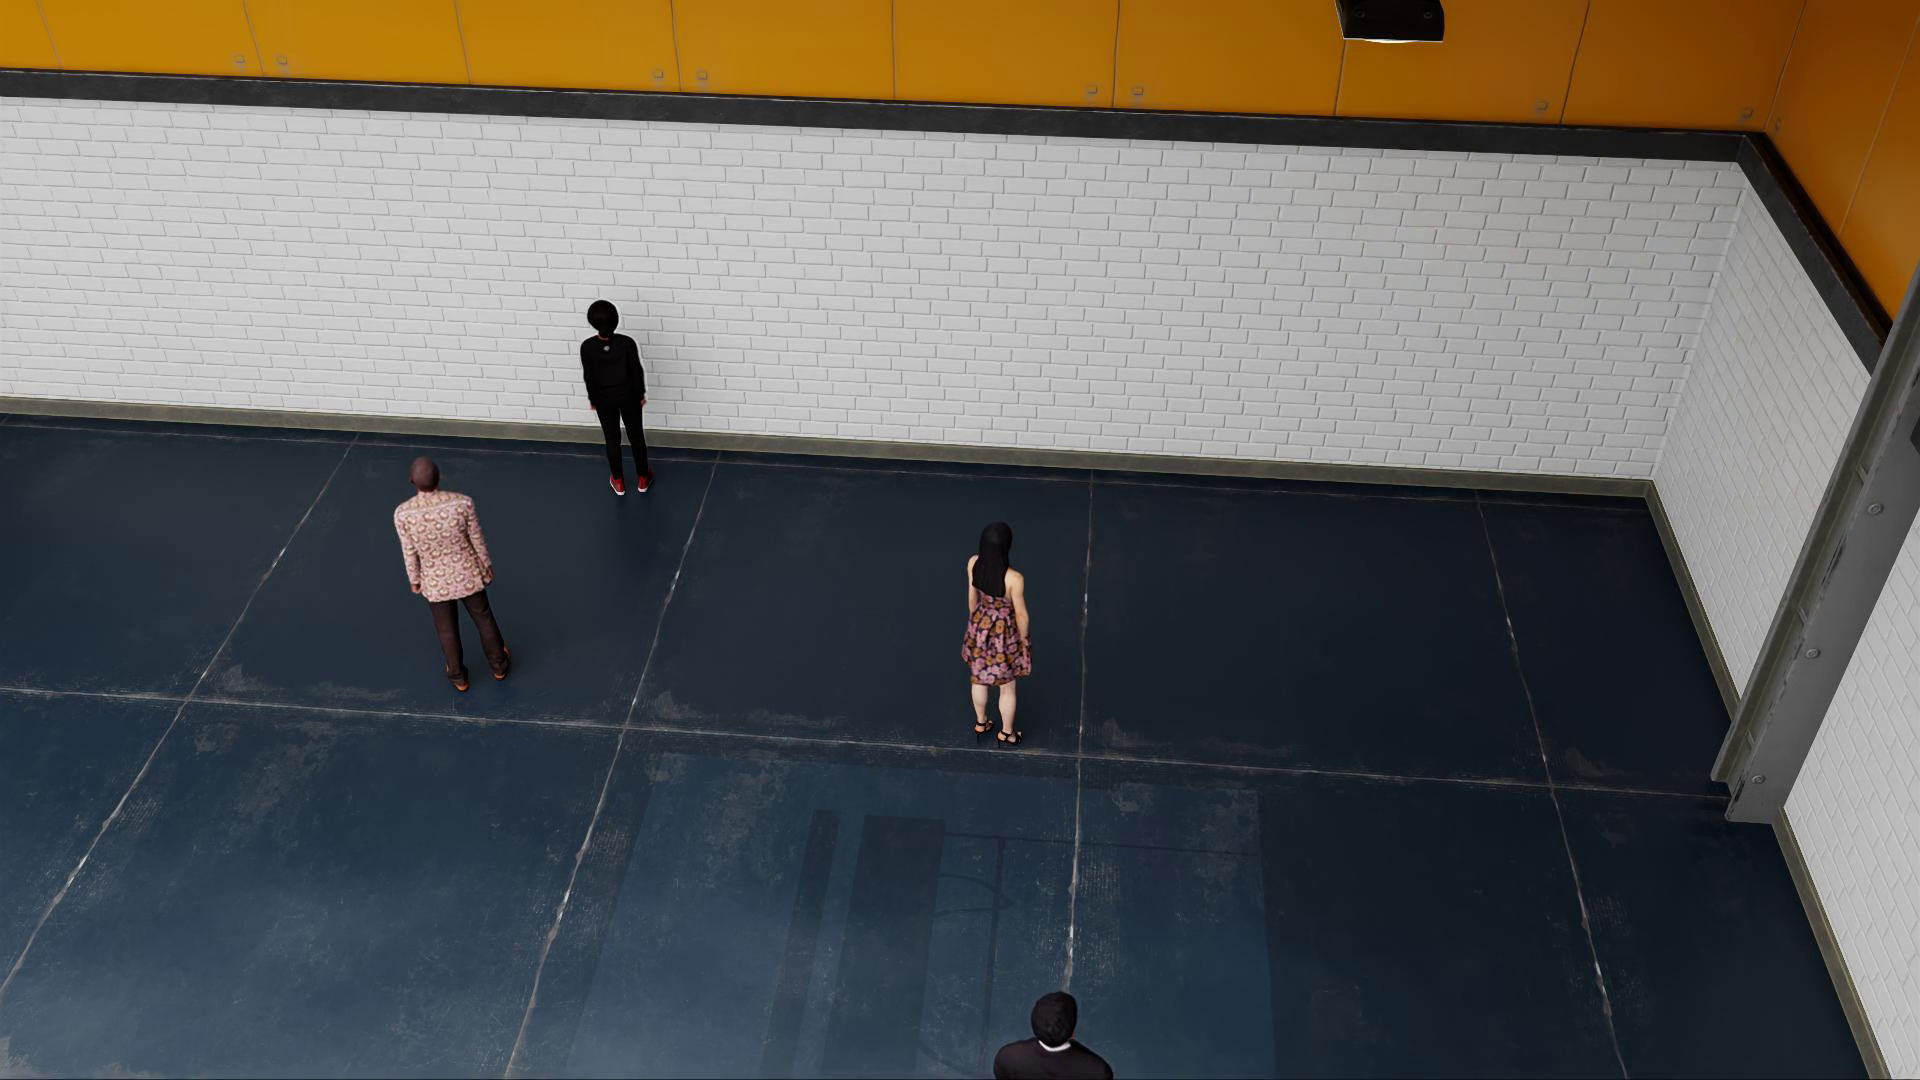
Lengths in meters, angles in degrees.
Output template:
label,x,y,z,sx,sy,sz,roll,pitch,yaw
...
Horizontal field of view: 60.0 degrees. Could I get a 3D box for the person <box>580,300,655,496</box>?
label,x,y,z,sx,sy,sz,roll,pitch,yaw
person,-2.583,-1.071,12.538,0.647,1.674,0.616,-5,39,-7

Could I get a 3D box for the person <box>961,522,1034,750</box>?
label,x,y,z,sx,sy,sz,roll,pitch,yaw
person,0.235,0.599,10.366,0.787,1.774,0.822,22,44,25

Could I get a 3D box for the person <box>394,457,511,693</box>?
label,x,y,z,sx,sy,sz,roll,pitch,yaw
person,-3.301,0.229,10.803,0.770,1.808,0.746,-12,40,-14

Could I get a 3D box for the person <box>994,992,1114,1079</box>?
label,x,y,z,sx,sy,sz,roll,pitch,yaw
person,0.411,2.708,7.638,0.704,1.884,0.557,5,39,7
